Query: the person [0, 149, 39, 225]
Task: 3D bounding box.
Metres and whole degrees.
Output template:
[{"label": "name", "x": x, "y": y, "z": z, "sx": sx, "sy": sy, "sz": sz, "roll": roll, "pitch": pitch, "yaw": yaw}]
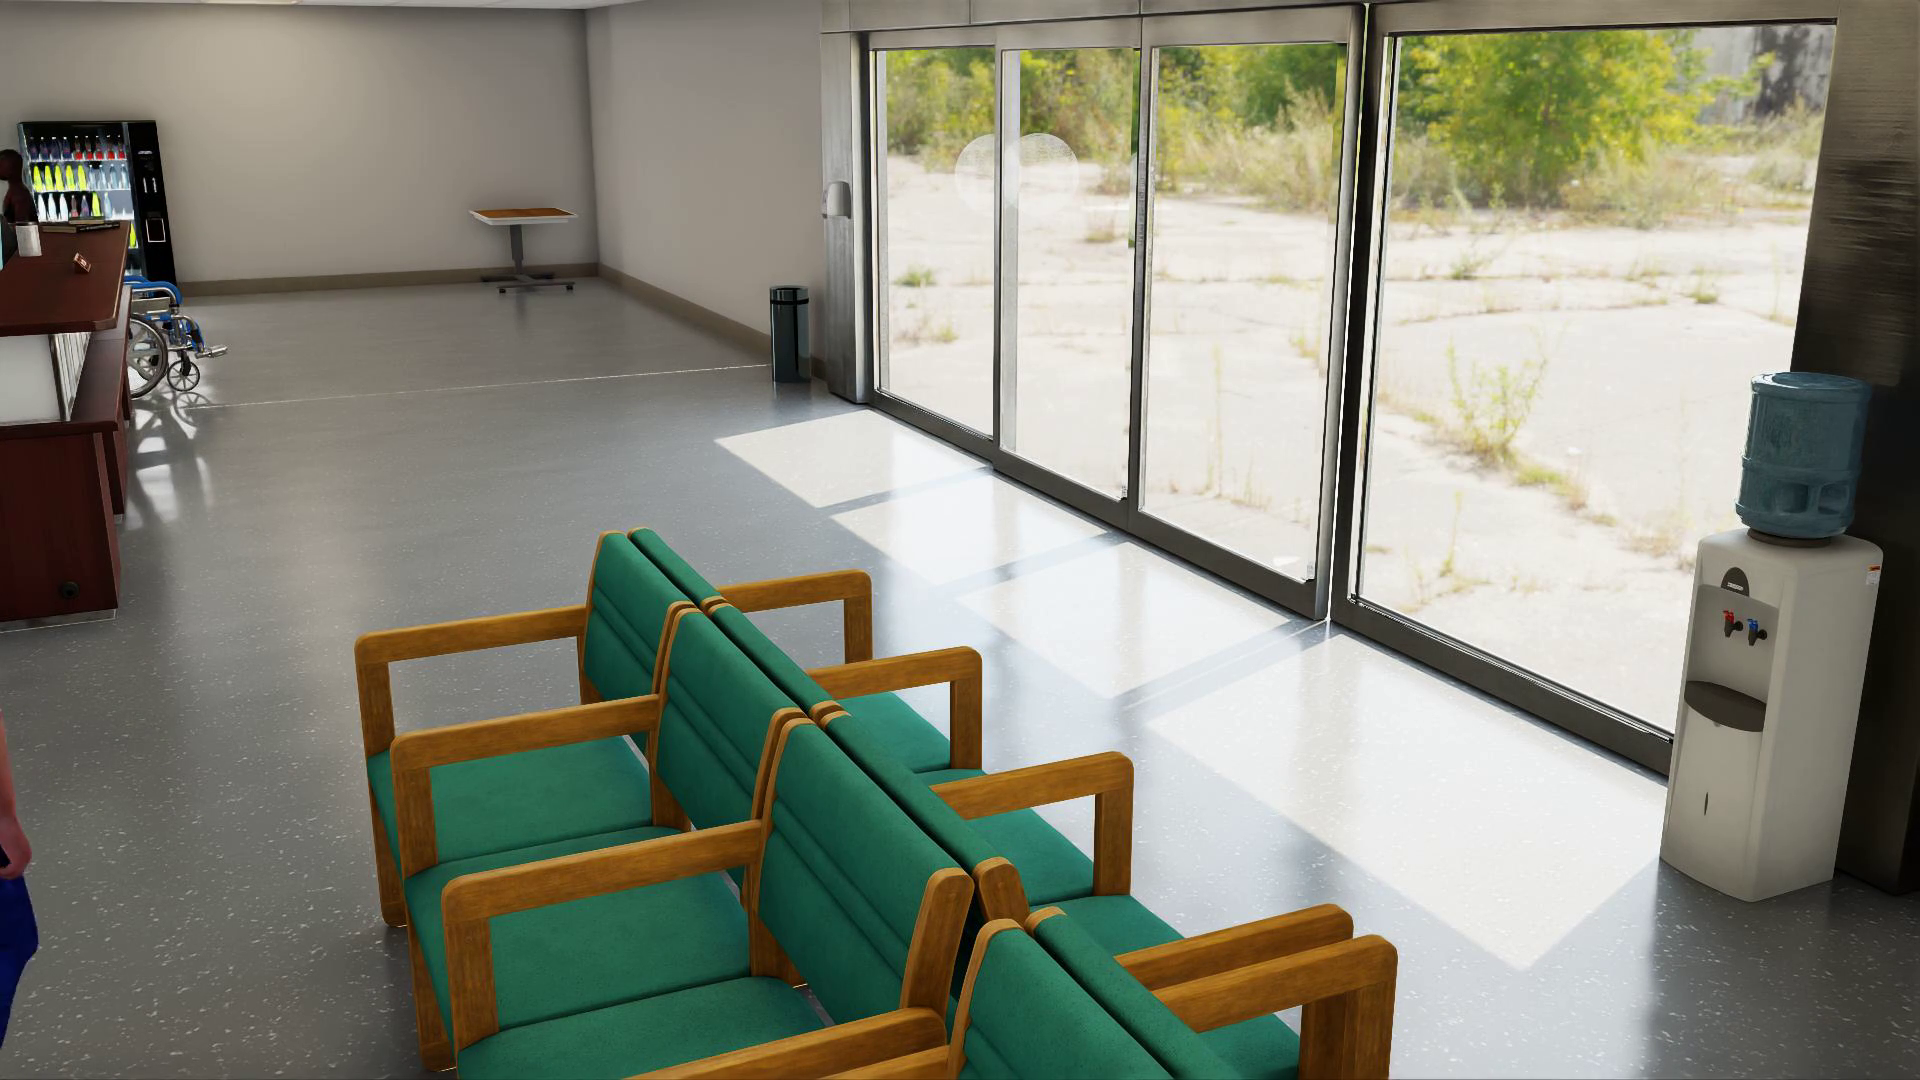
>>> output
[{"label": "person", "x": -7.057, "y": -2.115, "z": 12.813, "sx": 0.771, "sy": 1.745, "sz": 0.715, "roll": -12, "pitch": 20, "yaw": -36}]
